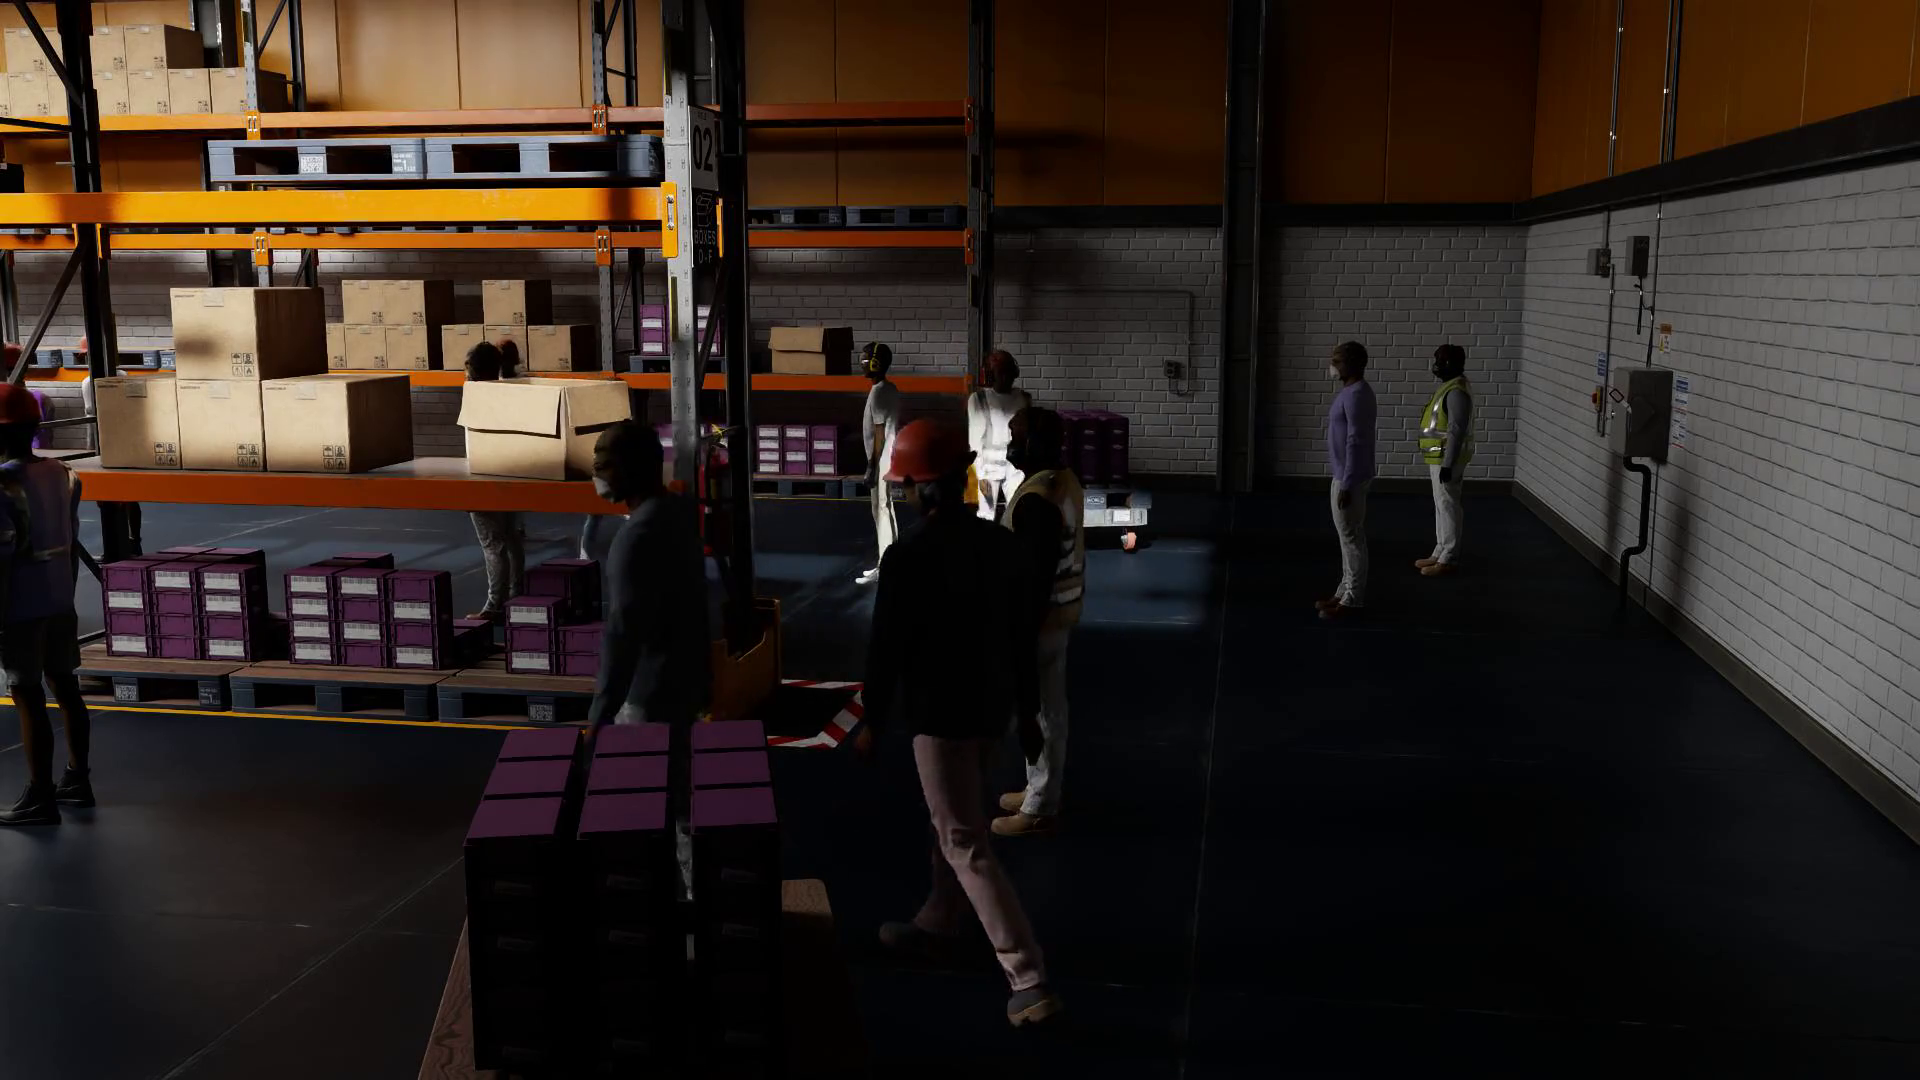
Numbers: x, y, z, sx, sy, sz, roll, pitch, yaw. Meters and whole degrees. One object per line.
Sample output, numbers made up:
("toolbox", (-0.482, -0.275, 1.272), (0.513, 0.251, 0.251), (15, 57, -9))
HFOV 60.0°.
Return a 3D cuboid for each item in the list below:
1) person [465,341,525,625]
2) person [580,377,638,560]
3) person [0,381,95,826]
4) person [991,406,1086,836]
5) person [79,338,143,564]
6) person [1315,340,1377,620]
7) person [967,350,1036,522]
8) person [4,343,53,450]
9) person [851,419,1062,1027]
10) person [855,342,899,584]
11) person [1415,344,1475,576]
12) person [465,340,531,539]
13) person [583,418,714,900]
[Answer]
("person", (-3.205, -0.384, 11.380), (0.372, 1.940, 0.632), (2, 9, 9))
("person", (-2.735, -0.488, 13.096), (0.860, 1.592, 0.495), (9, 12, 43))
("person", (-4.072, 0.279, 7.267), (0.351, 1.941, 0.545), (2, 9, 9))
("person", (0.319, 0.346, 7.158), (0.429, 1.844, 0.627), (2, 9, 9))
("person", (-7.031, -0.766, 13.746), (0.351, 1.941, 0.545), (2, 9, 9))
("person", (2.695, -0.412, 11.556), (0.372, 1.940, 0.632), (2, 9, 9))
("person", (0.311, -0.513, 12.534), (0.573, 1.844, 1.013), (-3, 10, -18))
("person", (-6.446, -0.382, 11.443), (0.427, 1.927, 0.564), (0, 9, 2))
("person", (0.032, 0.576, 5.429), (0.946, 1.950, 0.612), (7, 12, 39))
("person", (-0.637, -0.592, 12.889), (0.328, 1.872, 0.513), (2, 9, 9))
("person", (3.864, -0.637, 13.254), (0.429, 1.844, 0.627), (2, 9, 9))
("person", (-3.908, -0.809, 14.385), (0.591, 1.836, 1.010), (1, 9, 5))
("person", (-1.165, 0.536, 5.755), (0.816, 1.905, 0.651), (0, 9, 2))
